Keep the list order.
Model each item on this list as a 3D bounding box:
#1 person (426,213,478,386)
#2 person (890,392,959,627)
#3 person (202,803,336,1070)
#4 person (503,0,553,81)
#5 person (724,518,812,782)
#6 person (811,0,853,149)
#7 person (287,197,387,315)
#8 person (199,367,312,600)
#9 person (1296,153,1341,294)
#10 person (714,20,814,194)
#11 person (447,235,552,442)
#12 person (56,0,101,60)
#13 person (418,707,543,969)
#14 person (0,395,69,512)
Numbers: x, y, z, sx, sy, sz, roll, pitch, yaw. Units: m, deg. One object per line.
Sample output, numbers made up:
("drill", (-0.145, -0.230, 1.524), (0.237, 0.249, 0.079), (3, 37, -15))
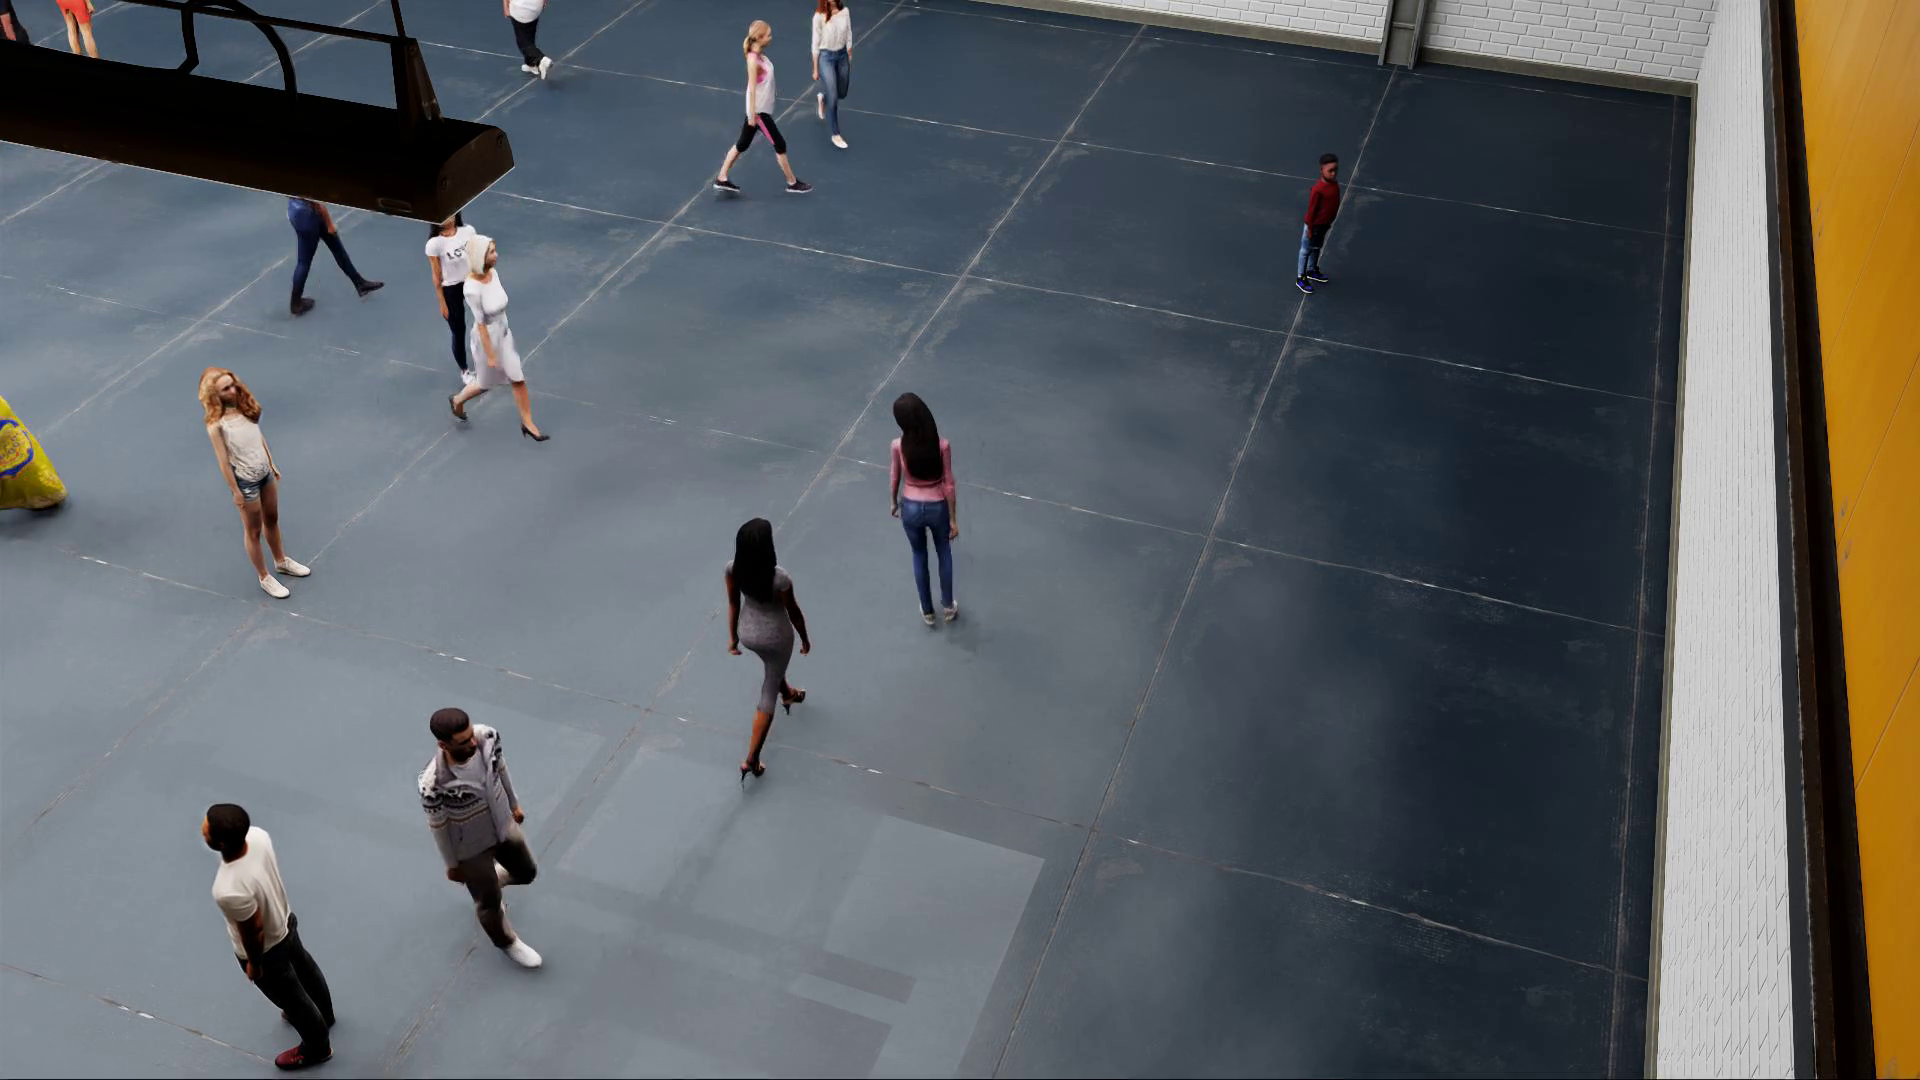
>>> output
("person", (-3.978, -1.961, 13.184), (0.768, 1.754, 0.734), (31, 48, 33))
("person", (-0.217, -0.154, 10.955), (0.666, 1.713, 0.762), (8, 39, 10))
("person", (-3.430, 1.945, 8.253), (0.704, 1.804, 0.715), (-5, 39, -6))
("person", (-4.721, -5.822, 18.085), (0.979, 1.671, 0.817), (25, 45, 28))
("person", (-1.189, 0.683, 9.891), (1.046, 1.734, 0.704), (15, 41, 18))
("person", (-1.332, -4.871, 16.865), (0.939, 1.708, 1.047), (-18, 42, -21))
("person", (-5.616, -2.694, 14.163), (1.096, 1.679, 1.063), (-25, 45, -28))
("person", (-4.804, -0.407, 11.233), (0.505, 1.760, 0.556), (12, 40, 15))
("person", (3.159, -2.824, 14.666), (0.577, 1.253, 0.594), (-32, 48, -33))
("person", (-2.014, -4.055, 15.825), (1.270, 1.731, 0.947), (-2, 39, -3))
("person", (-3.638, -1.503, 12.647), (1.080, 1.710, 0.561), (14, 41, 16))
("person", (-9.724, -5.922, 18.172), (0.435, 1.719, 0.648), (12, 40, 15))
("person", (-2.578, 1.514, 8.767), (0.893, 1.837, 0.787), (20, 43, 23))
("person", (-6.899, -0.818, 11.852), (1.160, 1.630, 0.950), (4, 39, 5))
